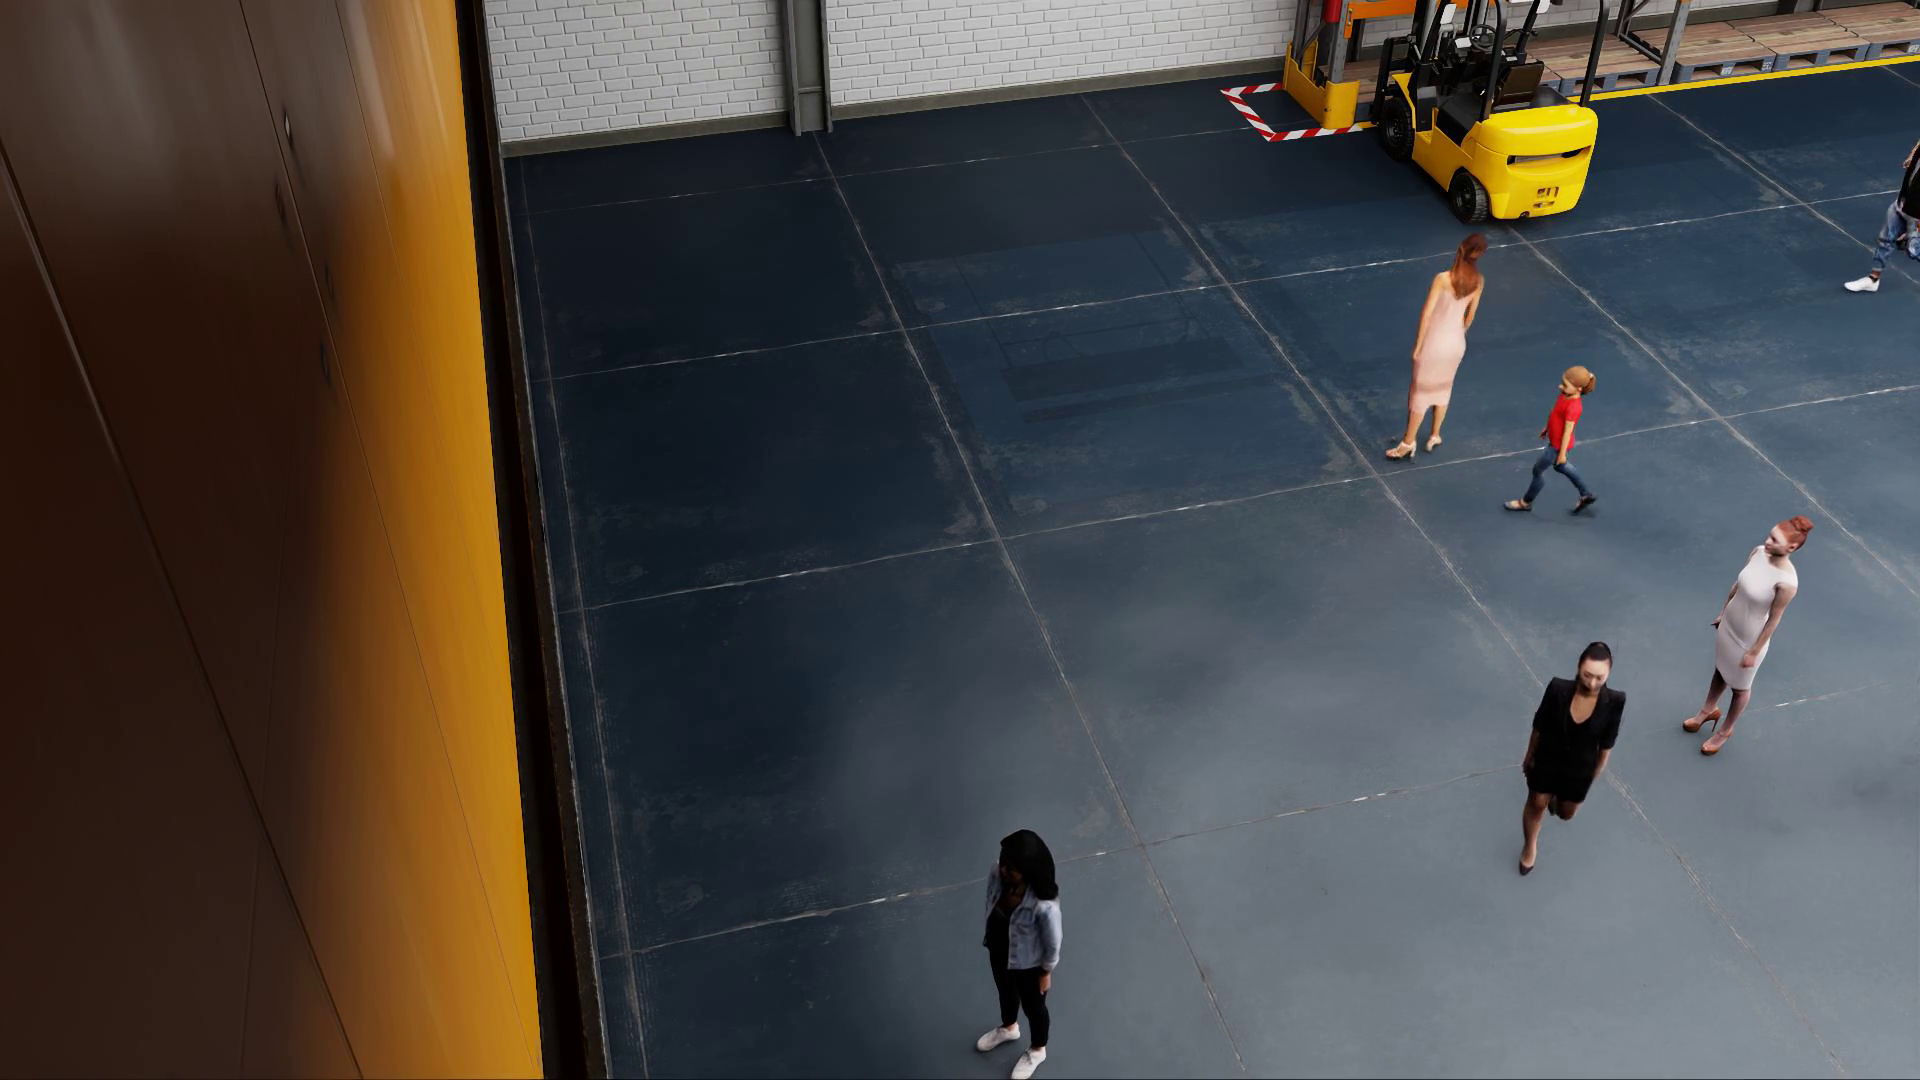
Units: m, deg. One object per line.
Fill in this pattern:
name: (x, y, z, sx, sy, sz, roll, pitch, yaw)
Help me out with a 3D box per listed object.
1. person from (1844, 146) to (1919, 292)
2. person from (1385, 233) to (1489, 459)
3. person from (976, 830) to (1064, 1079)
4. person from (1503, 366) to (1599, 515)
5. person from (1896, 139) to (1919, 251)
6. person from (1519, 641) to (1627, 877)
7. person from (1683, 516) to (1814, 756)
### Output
person: (8.325, -2.878, 14.242, 1.182, 1.786, 0.935, 3, 39, 3)
person: (3.549, -1.406, 12.381, 0.465, 1.809, 0.800, -18, 42, -21)
person: (0.298, 2.029, 8.159, 0.686, 1.710, 0.682, -30, 47, -32)
person: (4.368, -0.702, 11.917, 0.934, 1.288, 0.741, 9, 40, 12)
person: (8.843, -3.359, 14.905, 0.550, 1.709, 0.700, -1, 39, -1)
person: (3.362, 1.176, 9.247, 0.841, 1.685, 0.887, 16, 41, 19)
person: (4.699, 0.567, 9.923, 0.493, 1.793, 0.582, -6, 39, -8)
